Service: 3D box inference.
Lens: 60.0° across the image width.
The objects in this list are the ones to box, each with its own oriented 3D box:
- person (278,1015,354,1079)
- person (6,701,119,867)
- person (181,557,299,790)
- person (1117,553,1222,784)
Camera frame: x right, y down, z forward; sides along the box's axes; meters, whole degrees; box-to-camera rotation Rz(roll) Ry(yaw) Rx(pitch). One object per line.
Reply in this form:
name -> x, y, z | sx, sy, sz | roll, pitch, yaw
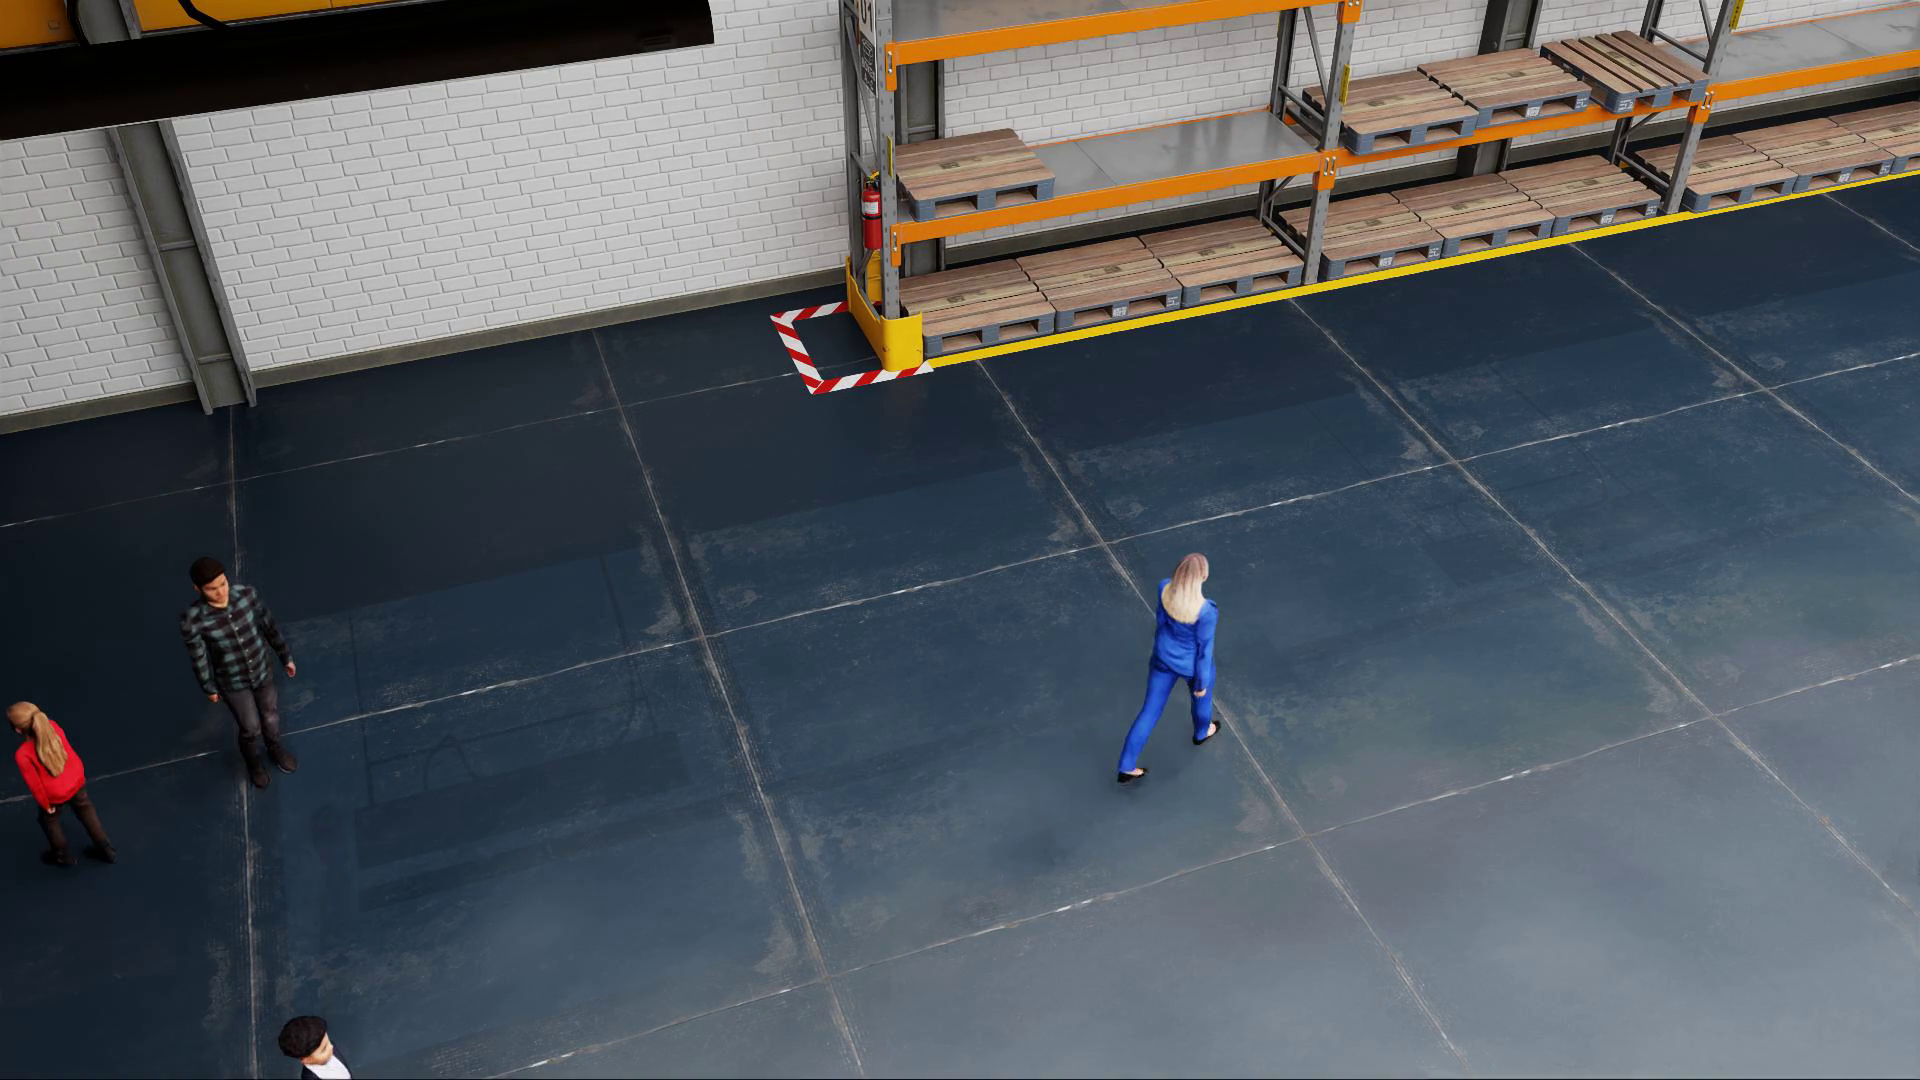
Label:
person -> -3.037, 2.692, 7.897 | 0.687, 1.216, 0.602 | 0, 39, -1
person -> -5.081, 1.407, 9.462 | 0.753, 1.271, 0.684 | 13, 41, 16
person -> -4.338, 0.738, 9.970 | 0.825, 1.703, 0.737 | 26, 45, 28
person -> 1.249, 0.794, 9.919 | 1.213, 1.659, 0.947 | -31, 48, -33
